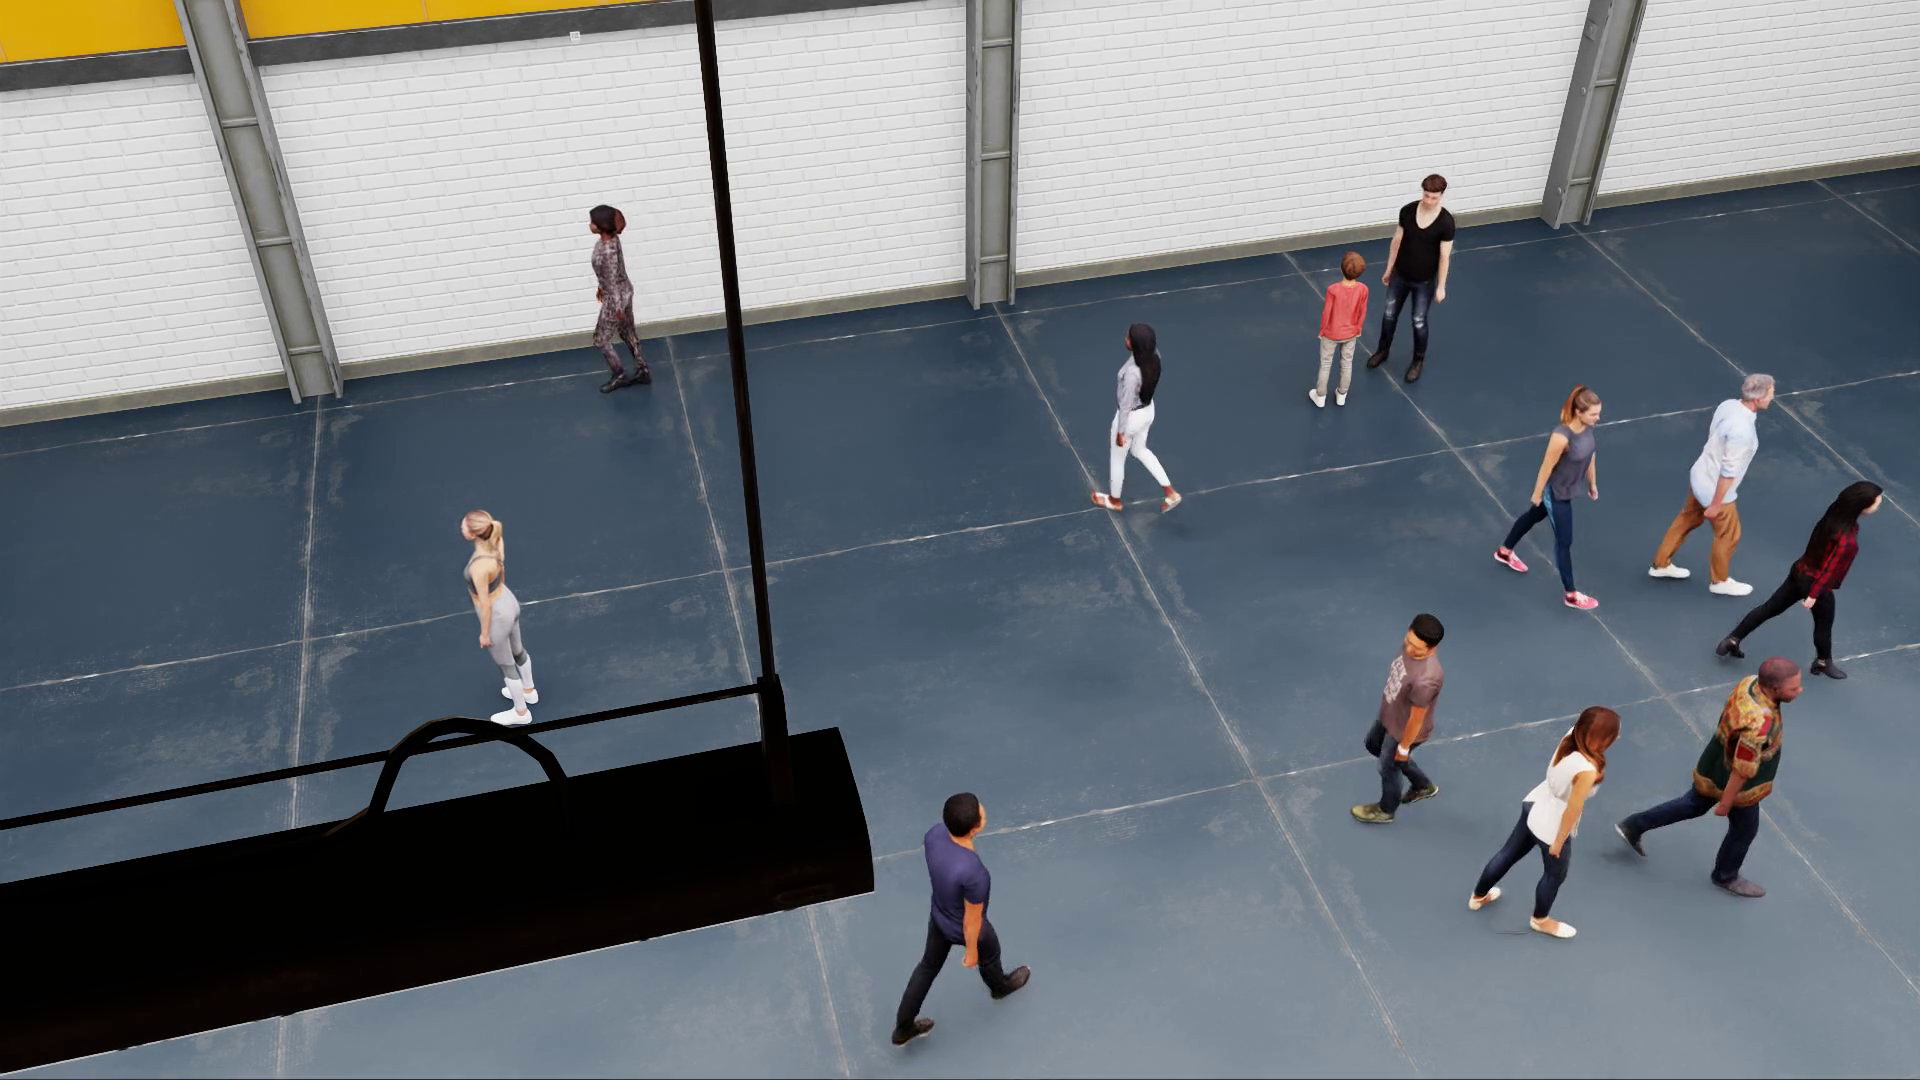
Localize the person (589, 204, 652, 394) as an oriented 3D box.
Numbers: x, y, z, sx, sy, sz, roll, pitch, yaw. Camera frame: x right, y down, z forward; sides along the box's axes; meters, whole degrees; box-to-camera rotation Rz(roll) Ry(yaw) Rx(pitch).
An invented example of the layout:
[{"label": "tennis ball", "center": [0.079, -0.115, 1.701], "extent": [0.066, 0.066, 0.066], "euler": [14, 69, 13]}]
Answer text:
[{"label": "person", "center": [-2.771, -2.009, 13.841], "extent": [0.682, 1.701, 0.624], "euler": [-4, 39, -5]}]

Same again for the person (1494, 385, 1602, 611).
[{"label": "person", "center": [4.172, -0.391, 11.831], "extent": [1.117, 1.680, 0.996], "euler": [-32, 48, -33]}]

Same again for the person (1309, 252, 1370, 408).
[{"label": "person", "center": [3.145, -1.734, 13.726], "extent": [0.485, 1.417, 0.615], "euler": [-2, 39, -3]}]

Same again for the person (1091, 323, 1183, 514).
[{"label": "person", "center": [1.366, -0.864, 12.401], "extent": [1.010, 1.710, 0.996], "euler": [24, 45, 27]}]

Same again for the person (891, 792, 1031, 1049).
[{"label": "person", "center": [-0.092, 2.033, 8.742], "extent": [1.229, 1.749, 0.948], "euler": [-25, 45, -28]}]

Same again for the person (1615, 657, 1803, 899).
[{"label": "person", "center": [4.373, 1.324, 9.606], "extent": [1.238, 1.778, 1.065], "euler": [11, 40, 14]}]

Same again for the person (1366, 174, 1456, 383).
[{"label": "person", "center": [3.846, -2.235, 13.982], "extent": [0.798, 1.879, 0.826], "euler": [28, 46, 30]}]

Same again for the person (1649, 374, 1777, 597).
[{"label": "person", "center": [5.251, -0.396, 11.741], "extent": [1.038, 1.802, 0.905], "euler": [5, 39, 7]}]

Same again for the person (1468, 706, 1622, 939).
[{"label": "person", "center": [3.246, 1.551, 9.337], "extent": [0.911, 1.761, 0.753], "euler": [-1, 39, -1]}]

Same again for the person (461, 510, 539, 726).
[{"label": "person", "center": [-2.967, 0.488, 10.713], "extent": [0.651, 1.704, 0.634], "euler": [3, 39, 4]}]

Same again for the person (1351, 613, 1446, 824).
[{"label": "person", "center": [2.746, 1.095, 9.913], "extent": [0.853, 1.753, 0.784], "euler": [4, 39, 5]}]

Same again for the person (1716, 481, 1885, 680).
[{"label": "person", "center": [5.575, 0.271, 11.064], "extent": [1.177, 1.606, 0.947], "euler": [6, 39, 8]}]
